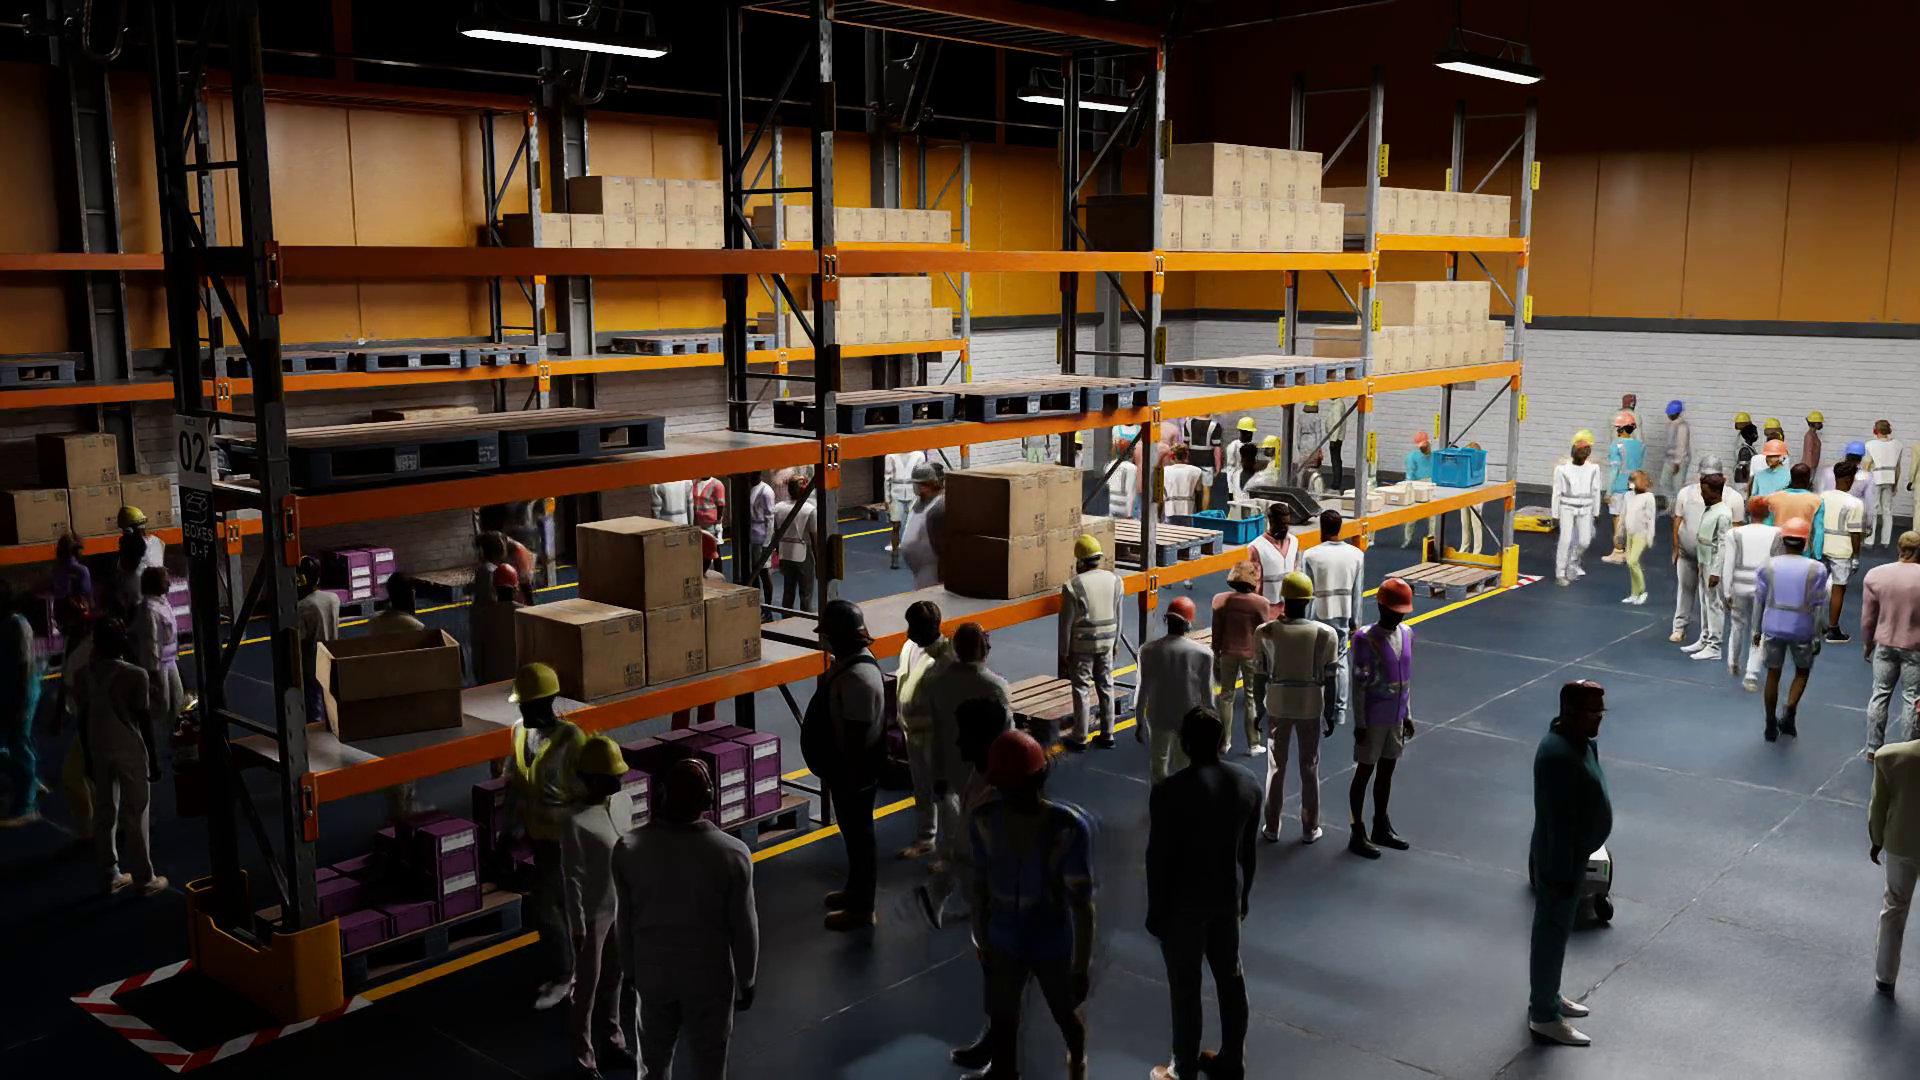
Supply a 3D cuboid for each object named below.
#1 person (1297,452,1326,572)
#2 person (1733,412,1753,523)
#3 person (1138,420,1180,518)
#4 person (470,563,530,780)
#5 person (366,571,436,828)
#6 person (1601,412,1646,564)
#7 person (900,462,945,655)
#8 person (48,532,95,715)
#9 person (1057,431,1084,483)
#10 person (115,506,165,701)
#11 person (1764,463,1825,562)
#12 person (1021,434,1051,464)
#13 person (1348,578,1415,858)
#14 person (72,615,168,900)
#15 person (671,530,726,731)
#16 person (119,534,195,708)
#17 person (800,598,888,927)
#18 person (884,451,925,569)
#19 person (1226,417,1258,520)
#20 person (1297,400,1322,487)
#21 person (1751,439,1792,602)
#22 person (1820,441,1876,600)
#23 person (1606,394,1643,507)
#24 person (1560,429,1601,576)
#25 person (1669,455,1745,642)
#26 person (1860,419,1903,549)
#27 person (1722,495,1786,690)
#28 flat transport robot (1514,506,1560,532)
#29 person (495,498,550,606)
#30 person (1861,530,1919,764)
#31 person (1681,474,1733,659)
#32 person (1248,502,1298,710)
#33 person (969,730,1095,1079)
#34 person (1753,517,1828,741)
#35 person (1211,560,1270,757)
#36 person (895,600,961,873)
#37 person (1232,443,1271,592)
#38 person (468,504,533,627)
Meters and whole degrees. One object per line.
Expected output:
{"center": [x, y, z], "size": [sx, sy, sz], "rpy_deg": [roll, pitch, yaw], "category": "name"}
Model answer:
{"center": [4.618, -0.343, 21.624], "size": [0.433, 1.612, 0.538], "rpy_deg": [-3, 10, -16], "category": "person"}
{"center": [12.171, -1.128, 25.937], "size": [0.322, 1.737, 0.485], "rpy_deg": [1, 10, 7], "category": "person"}
{"center": [3.074, -1.153, 25.588], "size": [0.666, 1.905, 0.420], "rpy_deg": [5, 11, 26], "category": "person"}
{"center": [-3.486, 1.046, 12.882], "size": [0.563, 1.755, 0.323], "rpy_deg": [-1, 10, -9], "category": "person"}
{"center": [-3.968, 1.167, 11.848], "size": [0.598, 1.876, 0.625], "rpy_deg": [9, 13, 42], "category": "person"}
{"center": [8.927, -0.697, 22.442], "size": [0.609, 2.043, 0.397], "rpy_deg": [-5, 11, -27], "category": "person"}
{"center": [-0.302, 0.143, 17.433], "size": [0.759, 2.000, 0.694], "rpy_deg": [-5, 11, -27], "category": "person"}
{"center": [-8.059, 0.744, 15.090], "size": [0.538, 1.632, 0.537], "rpy_deg": [5, 11, 30], "category": "person"}
{"center": [1.550, -0.660, 23.176], "size": [0.482, 1.729, 0.372], "rpy_deg": [-9, 13, -42], "category": "person"}
{"center": [-7.608, 0.584, 15.449], "size": [0.403, 1.822, 0.588], "rpy_deg": [0, 10, 0], "category": "person"}
{"center": [8.952, 0.130, 17.890], "size": [0.594, 1.912, 0.376], "rpy_deg": [8, 12, 40], "category": "person"}
{"center": [1.288, -1.565, 28.157], "size": [0.519, 1.865, 0.326], "rpy_deg": [-2, 10, -10], "category": "person"}
{"center": [2.920, 1.206, 11.422], "size": [0.542, 1.928, 0.374], "rpy_deg": [-6, 11, -33], "category": "person"}
{"center": [-5.358, 1.387, 10.615], "size": [0.505, 1.839, 0.348], "rpy_deg": [1, 10, 8], "category": "person"}
{"center": [-2.049, 0.899, 13.082], "size": [0.392, 1.986, 0.611], "rpy_deg": [9, 13, 42], "category": "person"}
{"center": [-7.358, 0.764, 14.875], "size": [0.883, 1.639, 0.534], "rpy_deg": [-6, 11, -31], "category": "person"}
{"center": [-0.716, 1.346, 10.251], "size": [0.536, 2.000, 0.684], "rpy_deg": [-1, 10, -8], "category": "person"}
{"center": [-0.730, -0.568, 22.018], "size": [0.548, 1.930, 0.381], "rpy_deg": [0, 10, -2], "category": "person"}
{"center": [3.957, -0.765, 23.235], "size": [0.582, 1.918, 0.405], "rpy_deg": [-9, 13, -41], "category": "person"}
{"center": [6.067, -1.617, 28.826], "size": [0.319, 1.742, 0.492], "rpy_deg": [-8, 13, -40], "category": "person"}
{"center": [9.596, -0.198, 19.649], "size": [0.396, 1.989, 0.619], "rpy_deg": [-5, 11, -27], "category": "person"}
{"center": [10.791, -0.254, 20.189], "size": [0.931, 1.901, 0.642], "rpy_deg": [-8, 12, -38], "category": "person"}
{"center": [10.975, -1.461, 27.411], "size": [0.403, 1.906, 0.652], "rpy_deg": [-5, 11, -29], "category": "person"}
{"center": [8.054, -0.494, 21.601], "size": [0.603, 1.908, 0.452], "rpy_deg": [-2, 10, -14], "category": "person"}
{"center": [7.901, 0.106, 17.650], "size": [0.682, 2.000, 0.537], "rpy_deg": [6, 11, 32], "category": "person"}
{"center": [13.010, -0.778, 23.522], "size": [0.565, 1.841, 0.384], "rpy_deg": [-1, 10, -4], "category": "person"}
{"center": [7.657, 0.479, 16.052], "size": [0.585, 1.833, 0.976], "rpy_deg": [4, 10, 23], "category": "person"}
{"center": [8.897, -0.337, 25.571], "size": [0.652, 0.197, 1.431], "rpy_deg": [6, 11, 32], "category": "flat transport robot"}
{"center": [-4.786, 0.071, 18.036], "size": [0.631, 1.990, 1.069], "rpy_deg": [2, 10, 10], "category": "person"}
{"center": [7.571, 0.878, 13.364], "size": [0.370, 1.934, 0.627], "rpy_deg": [-9, 13, -42], "category": "person"}
{"center": [7.713, 0.270, 17.052], "size": [0.391, 1.915, 0.587], "rpy_deg": [2, 10, 10], "category": "person"}
{"center": [2.849, 0.595, 15.143], "size": [0.592, 1.909, 0.408], "rpy_deg": [-7, 12, -38], "category": "person"}
{"center": [0.338, 1.818, 7.623], "size": [0.651, 1.986, 1.061], "rpy_deg": [4, 10, 22], "category": "person"}
{"center": [7.022, 0.761, 14.107], "size": [0.562, 1.916, 0.438], "rpy_deg": [7, 12, 35], "category": "person"}
{"center": [2.315, 0.970, 13.709], "size": [0.499, 1.633, 0.282], "rpy_deg": [5, 11, 25], "category": "person"}
{"center": [-0.213, 1.301, 11.154], "size": [0.431, 1.833, 0.625], "rpy_deg": [-6, 11, -33], "category": "person"}
{"center": [3.433, -0.200, 19.800], "size": [0.483, 1.929, 0.635], "rpy_deg": [-7, 12, -36], "category": "person"}
{"center": [-4.152, 0.630, 14.869], "size": [0.626, 1.917, 0.971], "rpy_deg": [9, 13, 44], "category": "person"}
